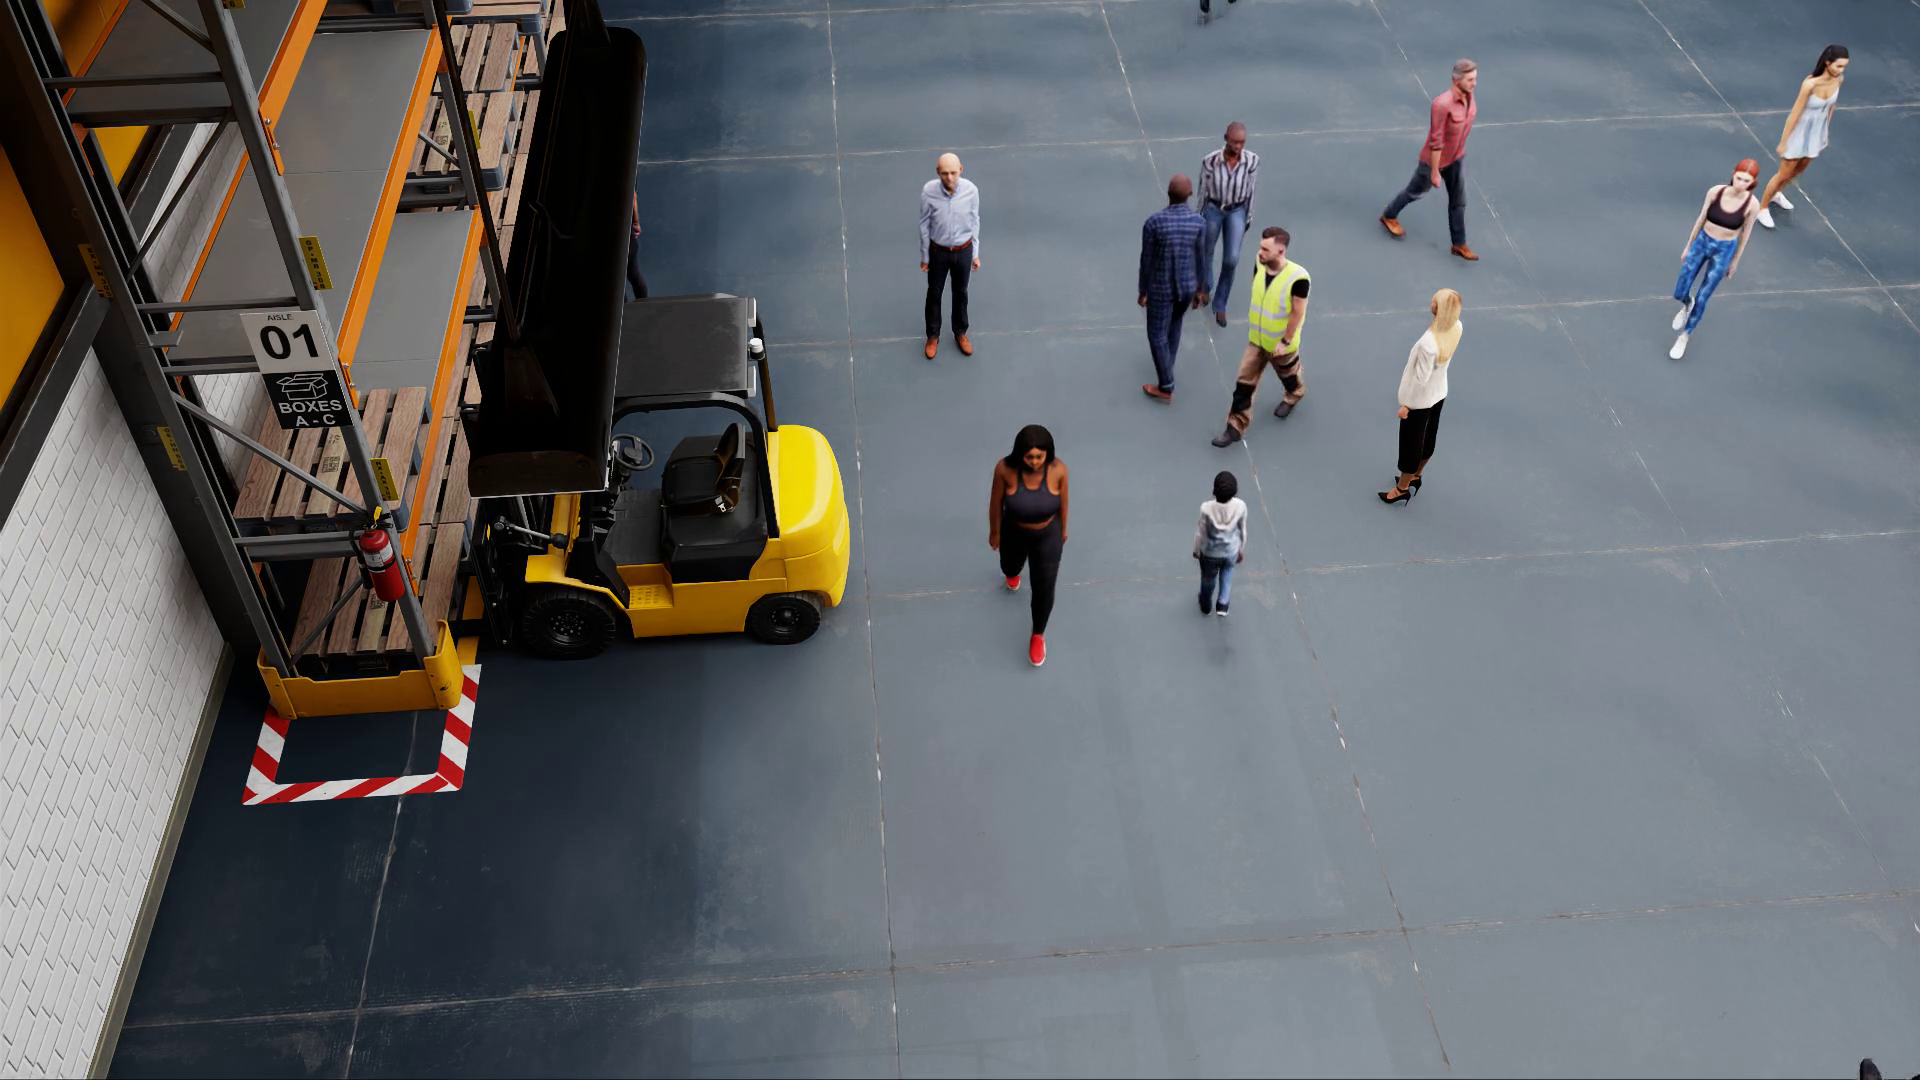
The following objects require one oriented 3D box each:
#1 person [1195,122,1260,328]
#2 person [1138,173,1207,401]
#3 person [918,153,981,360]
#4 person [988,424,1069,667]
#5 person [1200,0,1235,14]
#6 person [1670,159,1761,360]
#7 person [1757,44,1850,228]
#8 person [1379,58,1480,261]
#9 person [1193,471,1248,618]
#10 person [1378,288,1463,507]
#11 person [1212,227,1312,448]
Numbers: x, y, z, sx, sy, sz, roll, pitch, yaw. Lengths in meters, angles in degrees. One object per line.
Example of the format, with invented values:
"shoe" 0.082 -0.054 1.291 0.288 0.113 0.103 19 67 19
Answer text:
"person" 2.136 -2.681 13.657 0.708 1.768 0.847 0 44 0
"person" 1.656 -1.908 12.845 0.744 1.769 0.940 -12 45 -12
"person" -0.086 -2.276 13.215 0.644 1.791 0.569 -6 44 -6
"person" 0.450 -0.103 10.939 0.744 1.785 1.177 0 44 0
"person" 2.837 -6.358 17.641 1.014 1.597 1.109 27 50 25
"person" 5.993 -2.278 13.231 0.799 1.772 0.869 26 50 25
"person" 7.417 -3.585 14.642 0.772 1.718 0.767 -16 46 -17
"person" 4.061 -3.311 14.310 1.165 1.778 1.341 -30 51 -27
"person" 1.744 0.075 11.135 0.493 1.256 0.557 -2 44 -2
"person" 3.295 -1.006 11.833 0.729 1.859 0.676 32 52 29
"person" 2.409 -1.560 12.463 1.206 1.792 1.230 34 53 30
